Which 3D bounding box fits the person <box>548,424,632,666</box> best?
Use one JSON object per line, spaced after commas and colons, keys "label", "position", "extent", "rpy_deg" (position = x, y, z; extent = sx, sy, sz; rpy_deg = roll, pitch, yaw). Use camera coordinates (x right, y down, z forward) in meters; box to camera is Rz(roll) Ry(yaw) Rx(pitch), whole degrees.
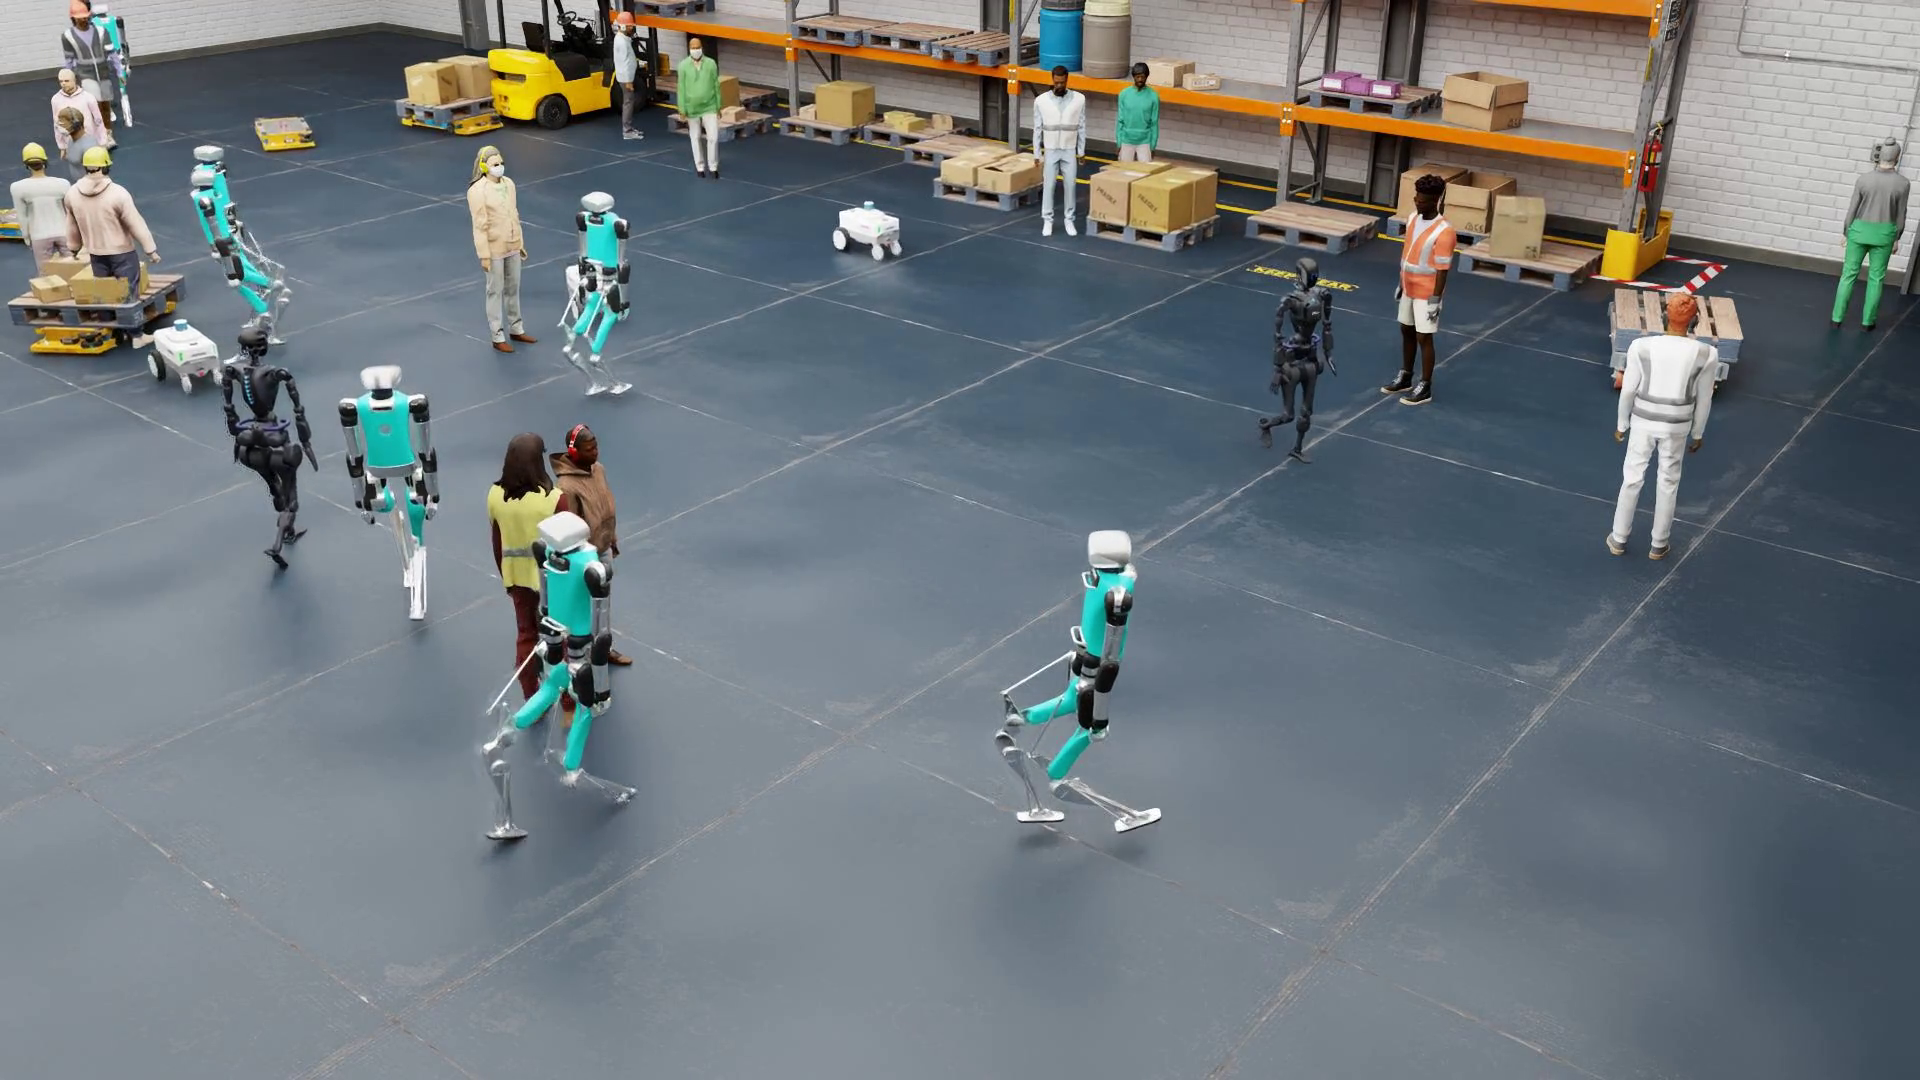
{"label": "person", "position": [-2.202, 0.078, 9.828], "extent": [0.308, 1.645, 0.461], "rpy_deg": [10, 27, 19]}

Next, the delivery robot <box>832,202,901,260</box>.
{"label": "delivery robot", "position": [-1.008, -3.426, 18.335], "extent": [0.499, 0.592, 0.795], "rpy_deg": [-23, 34, -39]}

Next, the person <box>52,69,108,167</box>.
{"label": "person", "position": [-10.141, -4.548, 19.246], "extent": [0.537, 1.781, 0.399], "rpy_deg": [-6, 26, -13]}

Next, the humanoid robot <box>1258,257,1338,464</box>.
{"label": "humanoid robot", "position": [2.611, -1.420, 12.901], "extent": [0.600, 1.646, 0.480], "rpy_deg": [-13, 29, -25]}

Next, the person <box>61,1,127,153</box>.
{"label": "person", "position": [-11.757, -6.304, 22.657], "extent": [0.623, 1.987, 1.058], "rpy_deg": [-21, 33, -36]}

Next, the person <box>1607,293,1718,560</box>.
{"label": "person", "position": [4.755, -0.763, 11.298], "extent": [0.574, 1.882, 0.356], "rpy_deg": [9, 27, 19]}

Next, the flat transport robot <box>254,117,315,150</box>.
{"label": "flat transport robot", "position": [-9.531, -5.733, 23.444], "extent": [0.659, 0.231, 1.431], "rpy_deg": [-12, 28, -23]}

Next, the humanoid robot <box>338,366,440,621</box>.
{"label": "humanoid robot", "position": [-3.580, -0.352, 10.630], "extent": [0.544, 1.738, 1.025], "rpy_deg": [-6, 26, -12]}

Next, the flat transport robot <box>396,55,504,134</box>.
{"label": "flat transport robot", "position": [-7.402, -6.128, 24.261], "extent": [1.431, 0.231, 0.659], "rpy_deg": [16, 30, 30]}

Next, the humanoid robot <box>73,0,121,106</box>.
{"label": "humanoid robot", "position": [-13.320, -7.509, 25.563], "extent": [0.766, 1.637, 0.589], "rpy_deg": [9, 27, 18]}

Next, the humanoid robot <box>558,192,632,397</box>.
{"label": "humanoid robot", "position": [-3.105, -2.002, 13.952], "extent": [0.537, 1.736, 0.710], "rpy_deg": [15, 29, 28]}

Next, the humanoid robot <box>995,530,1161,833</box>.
{"label": "humanoid robot", "position": [0.544, 0.764, 8.288], "extent": [0.968, 1.739, 0.548], "rpy_deg": [-2, 26, -4]}

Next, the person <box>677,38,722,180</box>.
{"label": "person", "position": [-3.304, -5.459, 21.147], "extent": [0.581, 1.762, 0.638], "rpy_deg": [-5, 26, -11]}

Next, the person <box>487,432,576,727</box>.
{"label": "person", "position": [-2.368, 0.241, 9.342], "extent": [0.476, 1.769, 0.359], "rpy_deg": [6, 26, 13]}

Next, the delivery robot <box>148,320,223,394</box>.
{"label": "delivery robot", "position": [-6.820, -1.640, 14.660], "extent": [0.499, 0.613, 0.802], "rpy_deg": [-21, 33, -36]}

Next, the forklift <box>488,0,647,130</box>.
{"label": "forklift", "position": [-5.874, -7.334, 24.552], "extent": [1.214, 2.155, 2.313], "rpy_deg": [19, 32, 34]}

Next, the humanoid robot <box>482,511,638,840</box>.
{"label": "humanoid robot", "position": [-2.127, 0.777, 8.376], "extent": [0.539, 1.798, 1.042], "rpy_deg": [21, 33, 37]}

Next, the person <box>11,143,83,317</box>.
{"label": "person", "position": [-8.648, -2.891, 15.852], "extent": [0.520, 1.759, 0.357], "rpy_deg": [-15, 30, -28]}

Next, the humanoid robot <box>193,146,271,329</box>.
{"label": "humanoid robot", "position": [-6.766, -2.806, 15.734], "extent": [0.705, 1.822, 0.552], "rpy_deg": [0, 26, 0]}

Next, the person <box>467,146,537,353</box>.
{"label": "person", "position": [-4.234, -2.677, 15.270], "extent": [0.408, 1.876, 0.564], "rpy_deg": [13, 29, 25]}

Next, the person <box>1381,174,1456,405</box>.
{"label": "person", "position": [3.881, -2.111, 14.009], "extent": [0.373, 1.958, 0.596], "rpy_deg": [-8, 27, -15]}

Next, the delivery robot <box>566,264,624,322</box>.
{"label": "delivery robot", "position": [-3.608, -2.455, 16.333], "extent": [0.499, 0.601, 0.803], "rpy_deg": [-12, 28, -24]}

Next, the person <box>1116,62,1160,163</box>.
{"label": "person", "position": [2.054, -4.610, 19.311], "extent": [0.496, 1.843, 0.404], "rpy_deg": [5, 26, 10]}

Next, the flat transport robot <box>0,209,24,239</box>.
{"label": "flat transport robot", "position": [-10.560, -3.586, 18.998], "extent": [1.431, 0.231, 0.659], "rpy_deg": [4, 26, 8]}

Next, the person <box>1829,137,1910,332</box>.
{"label": "person", "position": [8.638, -2.897, 15.751], "extent": [0.513, 1.854, 0.340], "rpy_deg": [14, 29, 27]}

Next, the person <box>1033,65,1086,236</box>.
{"label": "person", "position": [1.118, -4.407, 18.818], "extent": [0.597, 1.909, 0.399], "rpy_deg": [-2, 26, -5]}

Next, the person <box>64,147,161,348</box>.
{"label": "person", "position": [-7.796, -2.661, 15.260], "extent": [0.814, 1.855, 0.436], "rpy_deg": [1, 26, 2]}

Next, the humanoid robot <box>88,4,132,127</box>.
{"label": "humanoid robot", "position": [-12.489, -6.969, 24.346], "extent": [0.542, 1.770, 0.967], "rpy_deg": [-19, 32, -35]}

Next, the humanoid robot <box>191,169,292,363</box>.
{"label": "humanoid robot", "position": [-6.387, -2.475, 15.024], "extent": [0.762, 1.779, 0.550], "rpy_deg": [-10, 28, -20]}

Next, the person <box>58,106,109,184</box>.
{"label": "person", "position": [-8.646, -3.365, 16.636], "extent": [0.363, 1.933, 0.631], "rpy_deg": [-20, 32, -35]}

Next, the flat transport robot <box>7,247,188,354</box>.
{"label": "flat transport robot", "position": [-8.177, -2.092, 15.902], "extent": [0.659, 0.231, 1.431], "rpy_deg": [2, 26, 4]}

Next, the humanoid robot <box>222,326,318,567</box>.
{"label": "humanoid robot", "position": [-4.734, -0.648, 11.322], "extent": [0.609, 1.637, 0.689], "rpy_deg": [3, 26, 6]}

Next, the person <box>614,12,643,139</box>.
{"label": "person", "position": [-4.671, -6.541, 23.424], "extent": [0.351, 1.737, 0.574], "rpy_deg": [-4, 26, -9]}
